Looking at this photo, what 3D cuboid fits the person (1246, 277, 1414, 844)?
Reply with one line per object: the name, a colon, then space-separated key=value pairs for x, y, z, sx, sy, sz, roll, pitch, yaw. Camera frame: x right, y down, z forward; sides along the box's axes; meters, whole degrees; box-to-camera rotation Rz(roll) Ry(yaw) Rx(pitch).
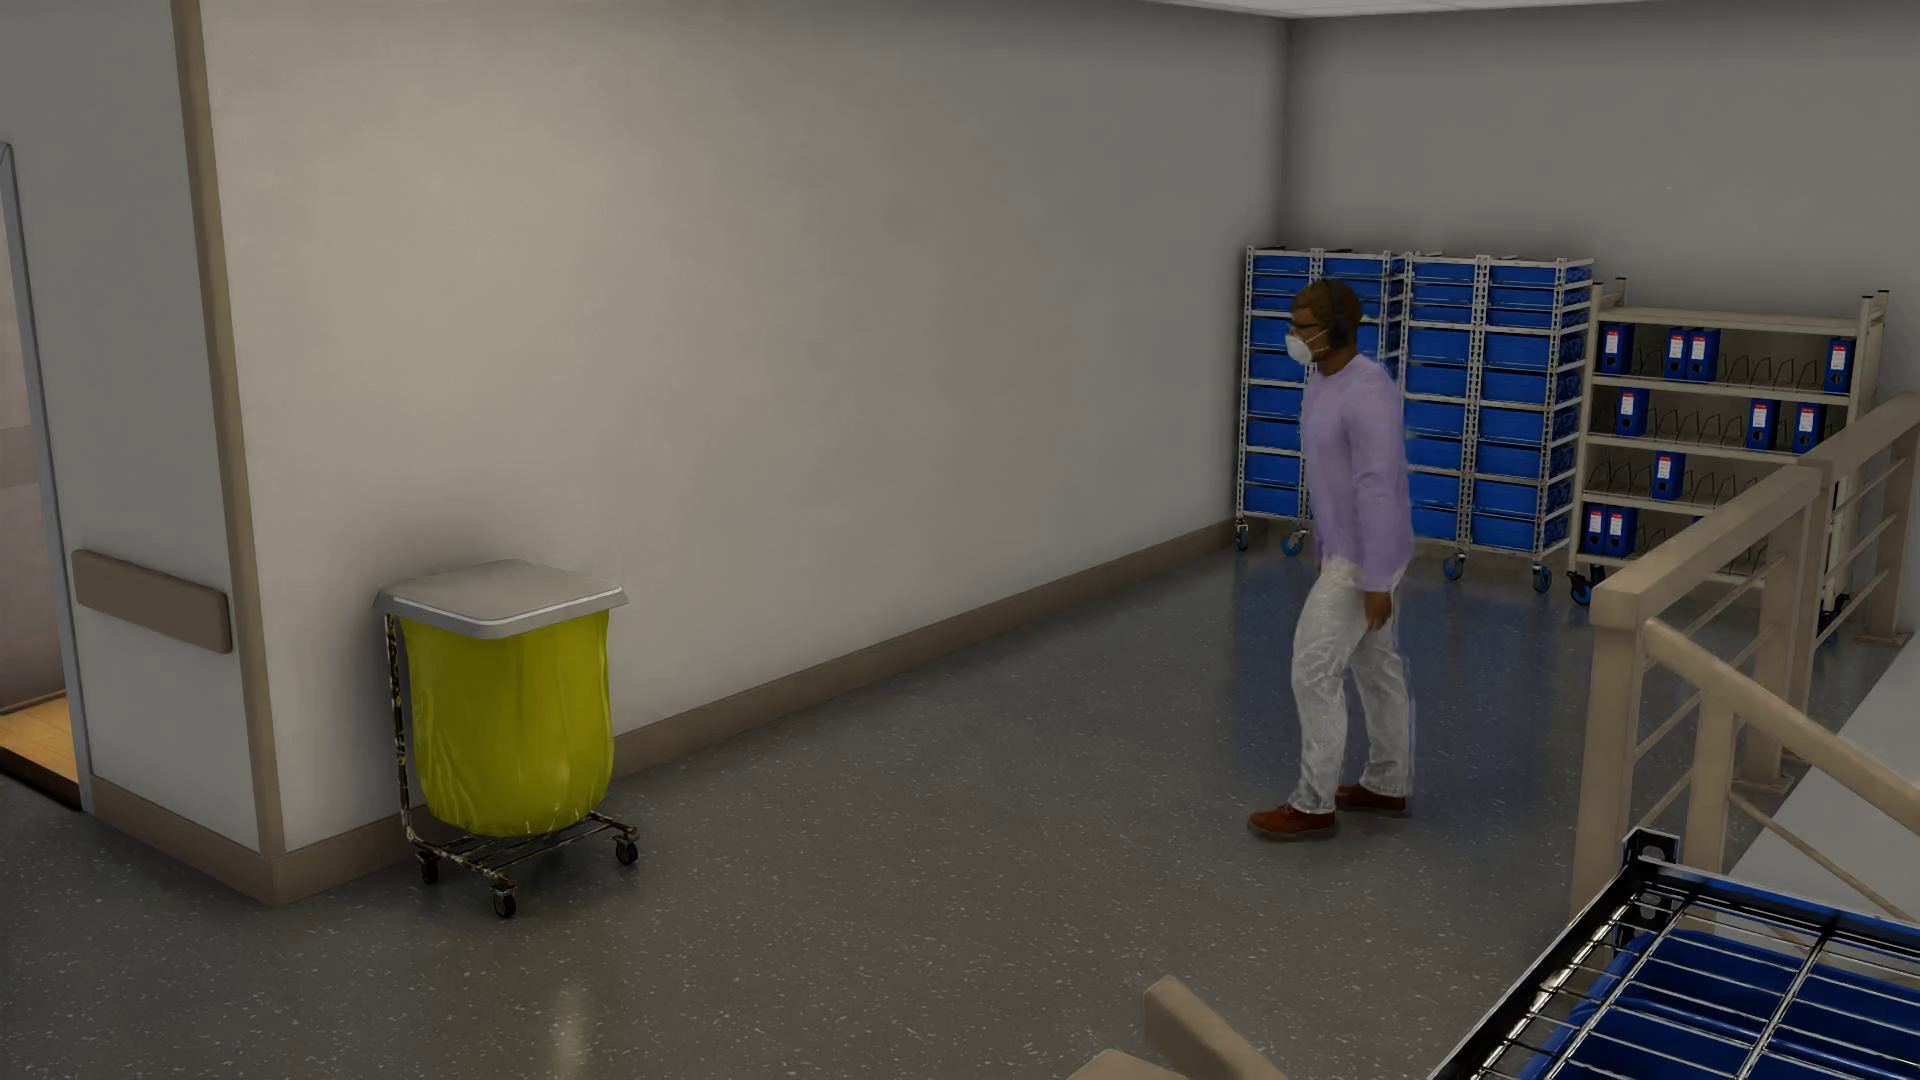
person: x=1.256 y=0.078 z=5.614 sx=0.684 sy=1.905 sz=0.652 roll=0 pitch=13 yaw=0
